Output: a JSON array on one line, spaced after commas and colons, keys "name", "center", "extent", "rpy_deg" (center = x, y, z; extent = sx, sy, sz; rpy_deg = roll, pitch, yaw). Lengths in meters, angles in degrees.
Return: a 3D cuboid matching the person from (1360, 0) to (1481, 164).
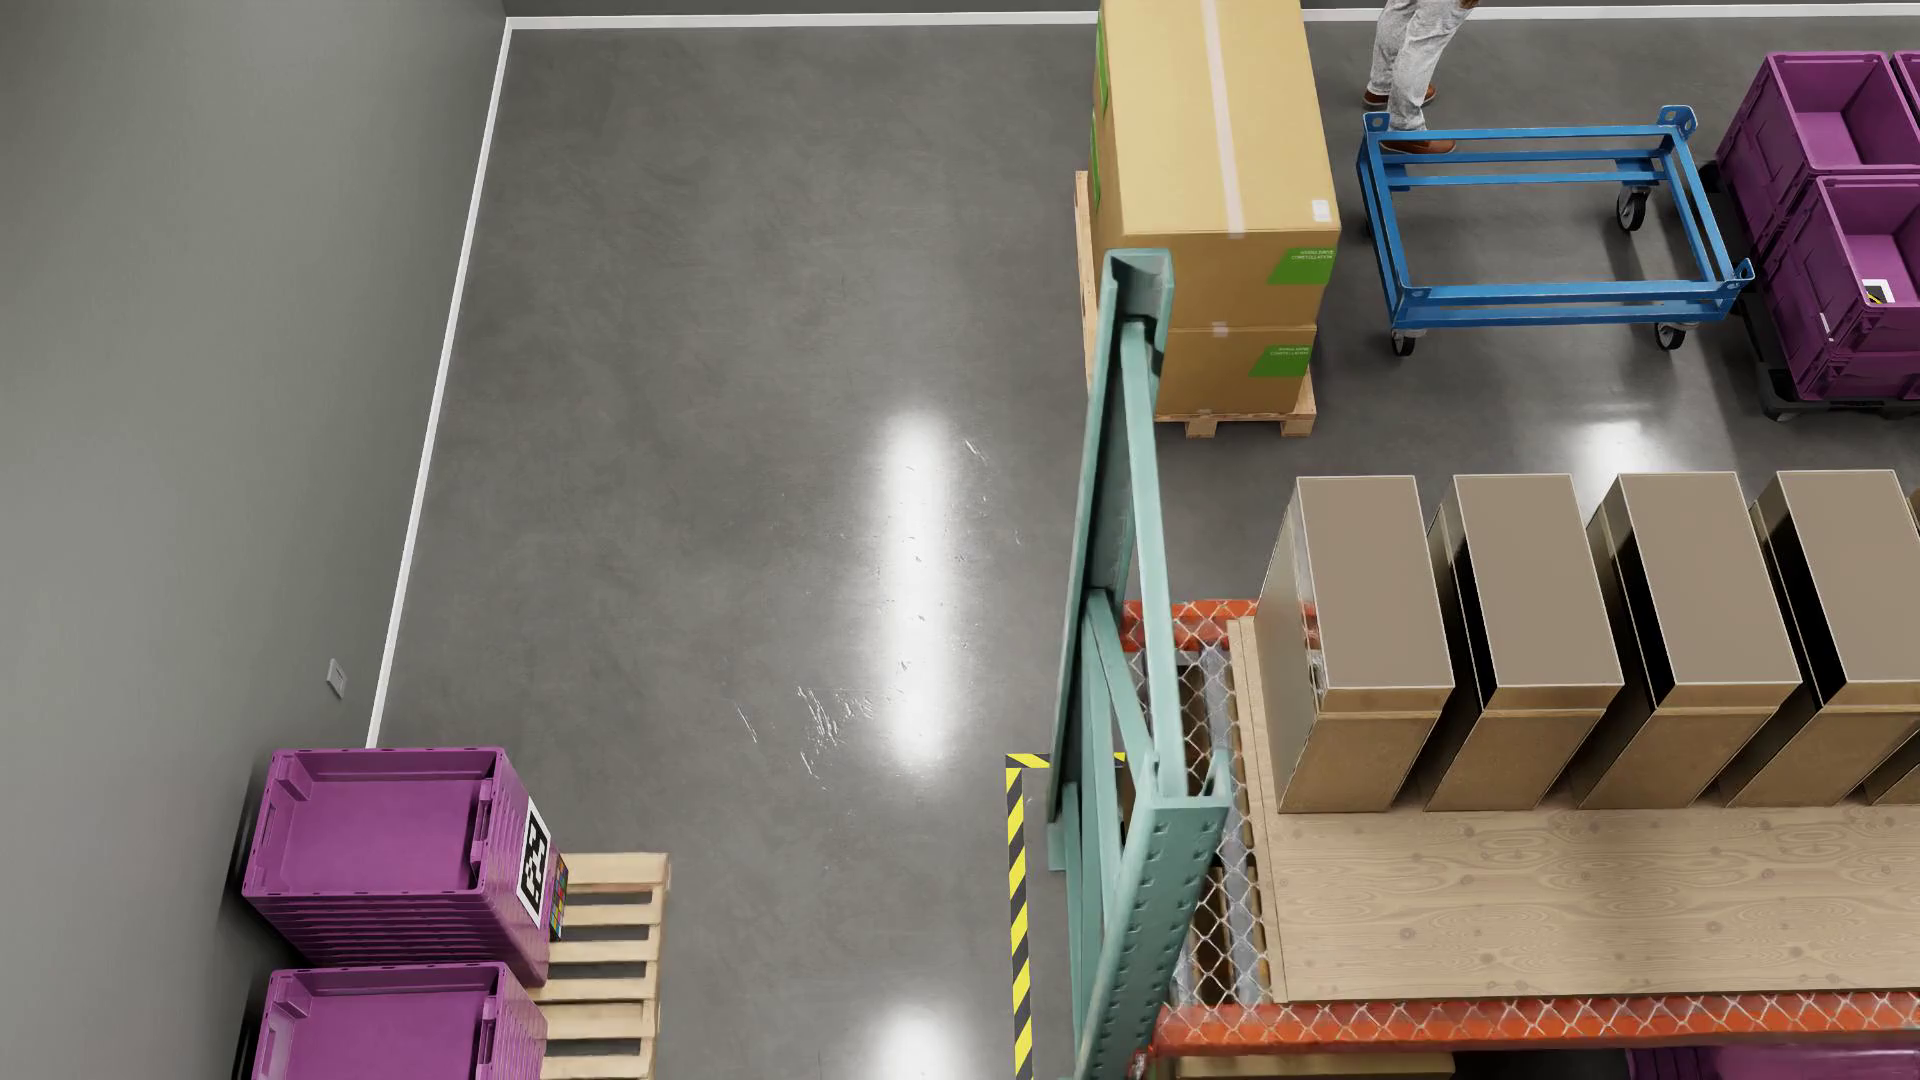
[{"name": "person", "center": [1.822, -2.245, 6.079], "extent": [0.370, 1.941, 0.627], "rpy_deg": [-2, 58, -1]}]
